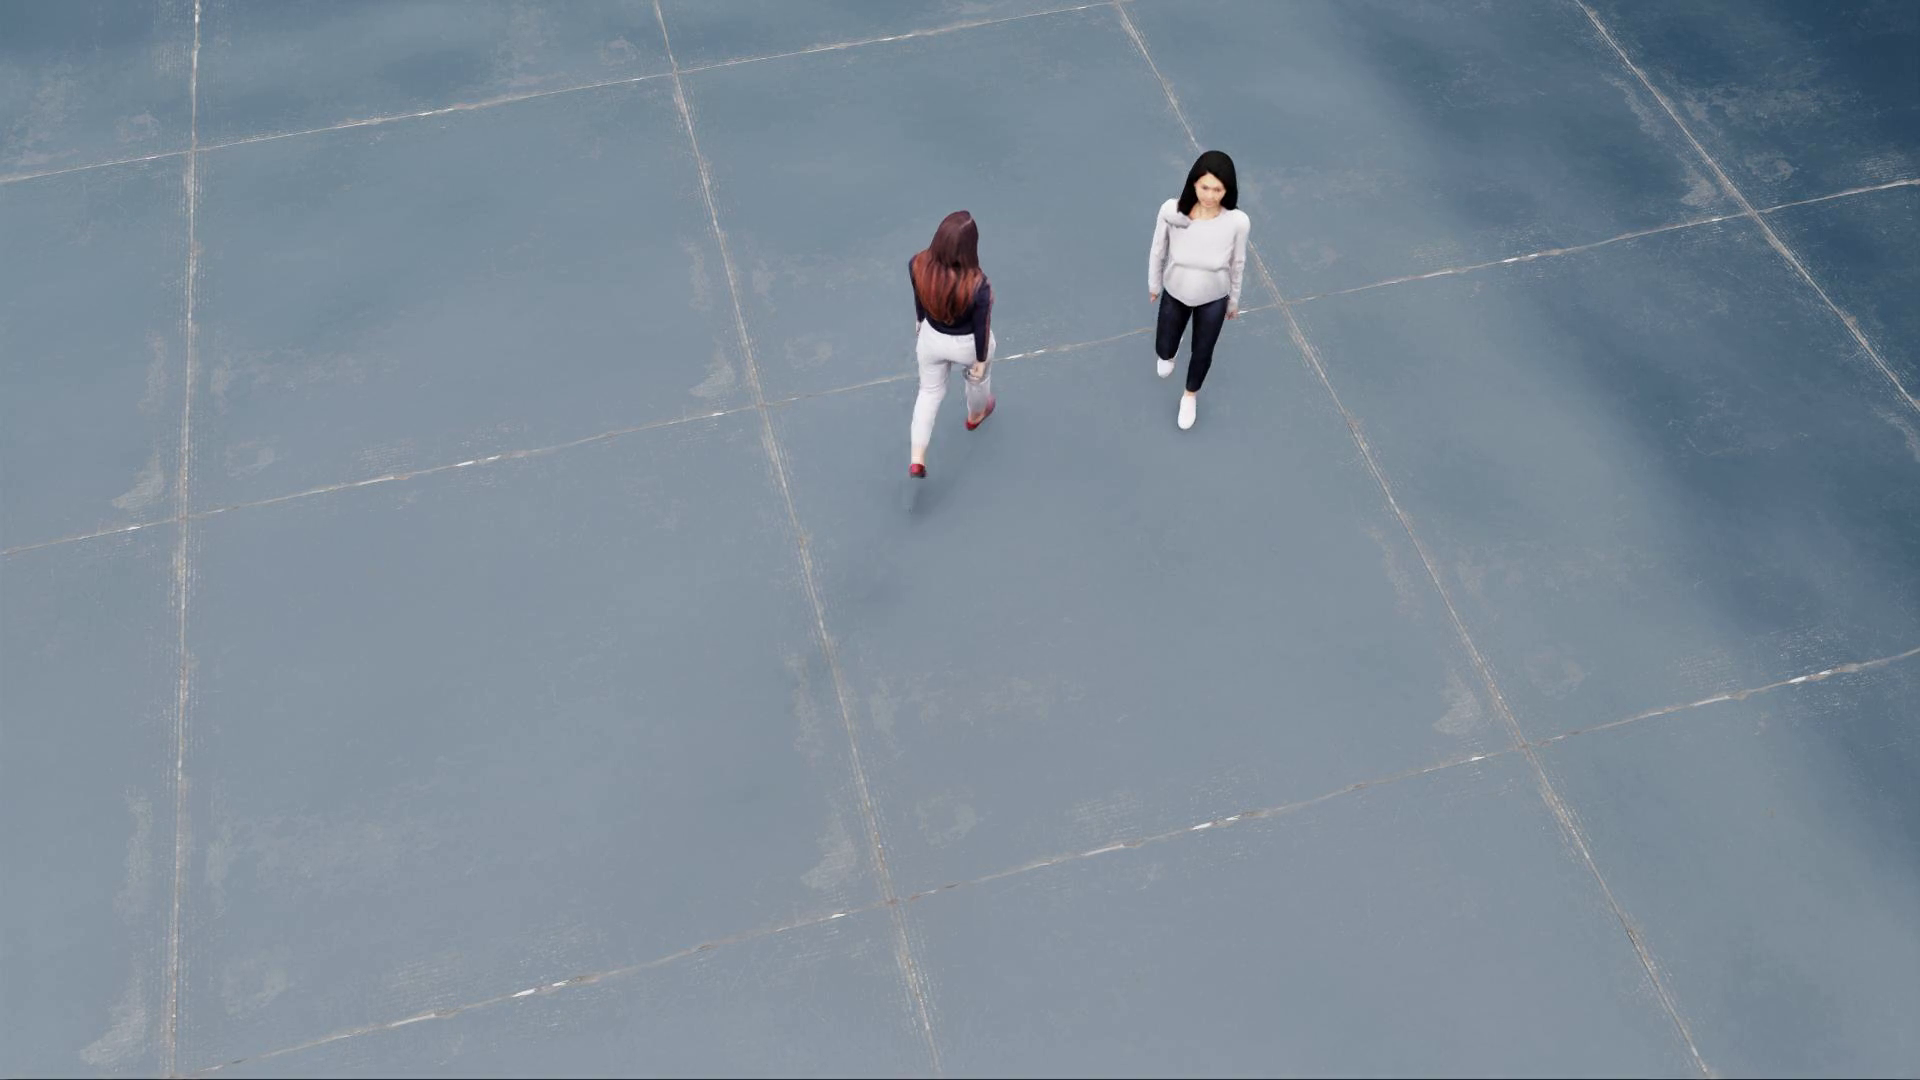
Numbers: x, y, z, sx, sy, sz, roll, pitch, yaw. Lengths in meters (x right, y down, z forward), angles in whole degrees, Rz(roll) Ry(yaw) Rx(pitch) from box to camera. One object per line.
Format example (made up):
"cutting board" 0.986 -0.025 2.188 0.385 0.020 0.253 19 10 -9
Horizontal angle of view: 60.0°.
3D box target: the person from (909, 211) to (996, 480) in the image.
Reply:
"person" -0.063 -0.928 8.116 0.972 1.582 1.100 18 54 13

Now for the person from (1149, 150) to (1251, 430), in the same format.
"person" 1.194 -1.301 8.337 0.768 1.690 0.838 7 53 6
